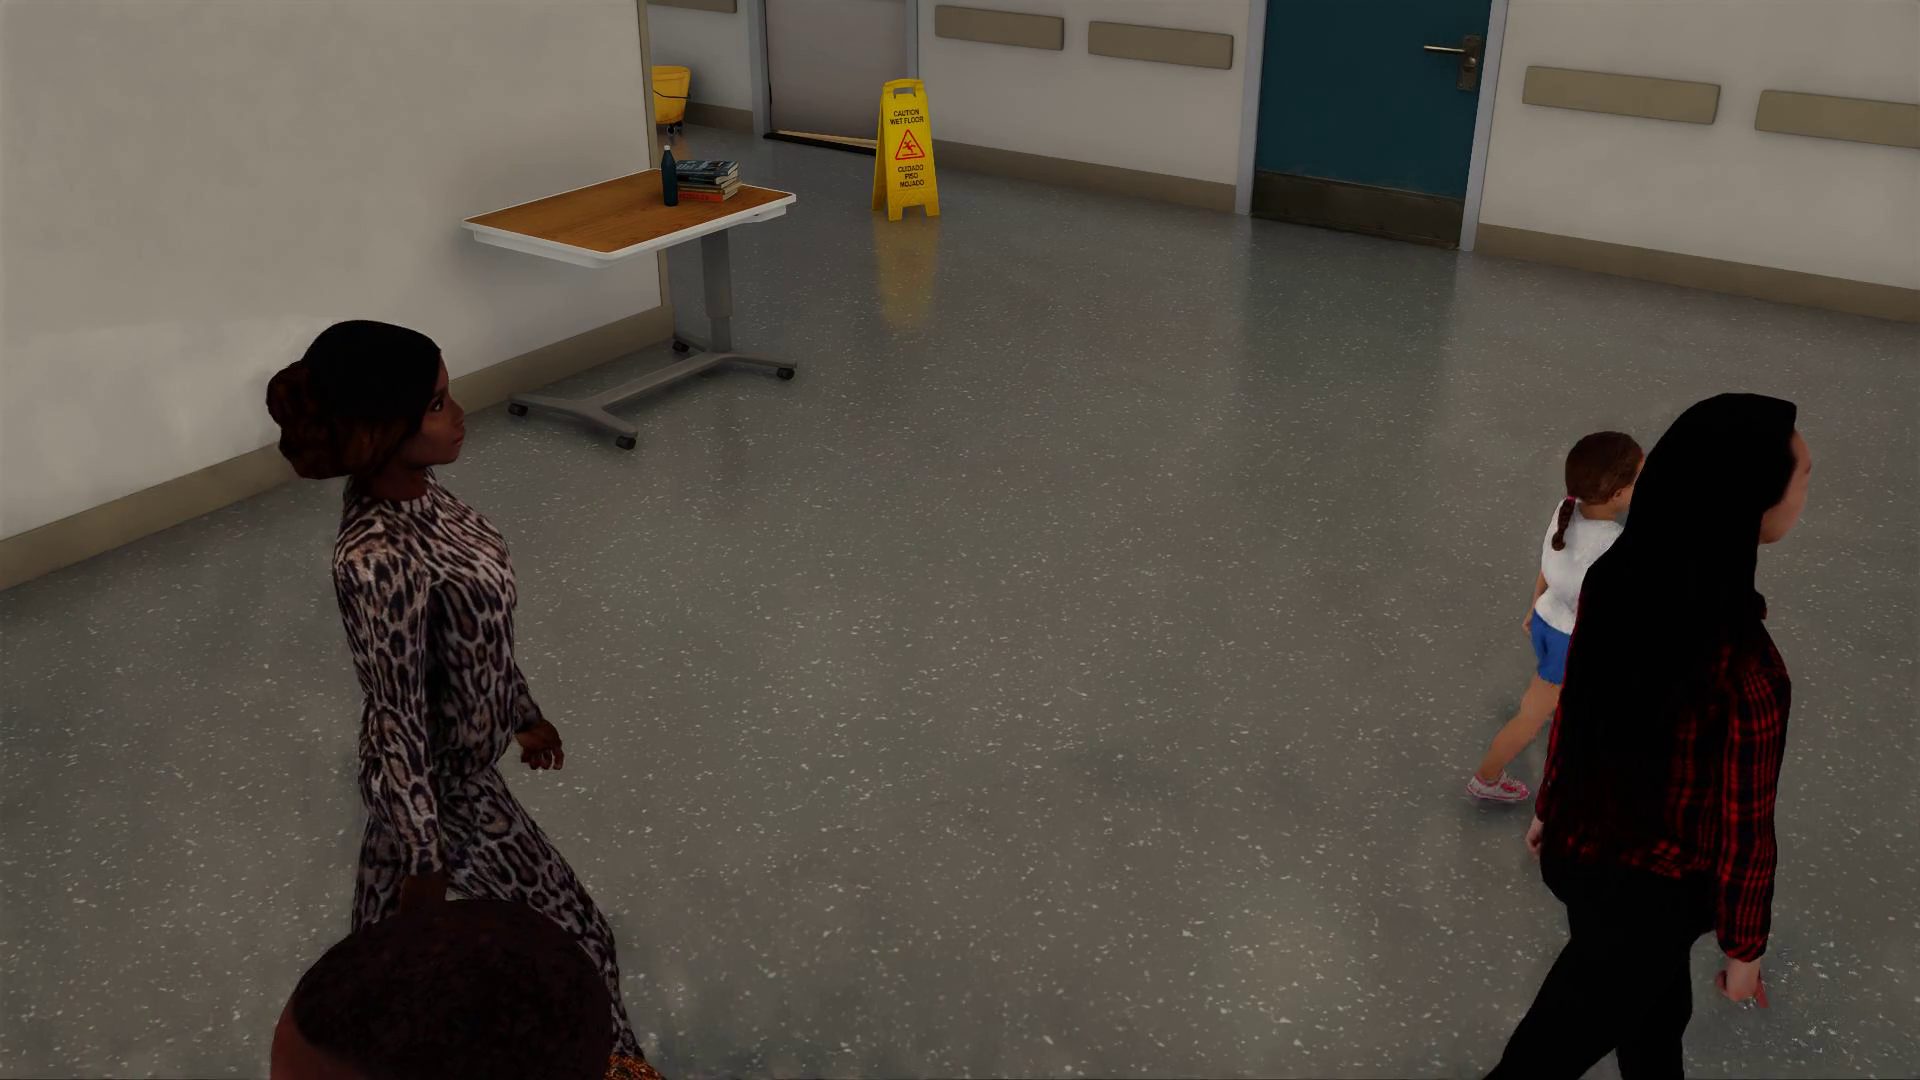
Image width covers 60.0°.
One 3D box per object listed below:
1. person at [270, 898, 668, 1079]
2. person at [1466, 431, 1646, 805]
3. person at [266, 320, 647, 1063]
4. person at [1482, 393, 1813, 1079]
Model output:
[{"bbox_3d":[-0.221,1.039,1.471,1.084,1.779,1.063,-8,27,-16],"label":"person"},{"bbox_3d":[1.472,0.220,4.119,0.741,0.995,0.714,-7,27,-13],"label":"person"},{"bbox_3d":[-0.975,0.455,2.847,1.111,1.676,1.119,-6,26,-13],"label":"person"},{"bbox_3d":[0.984,0.582,2.656,1.104,1.614,1.061,-5,26,-10],"label":"person"}]
